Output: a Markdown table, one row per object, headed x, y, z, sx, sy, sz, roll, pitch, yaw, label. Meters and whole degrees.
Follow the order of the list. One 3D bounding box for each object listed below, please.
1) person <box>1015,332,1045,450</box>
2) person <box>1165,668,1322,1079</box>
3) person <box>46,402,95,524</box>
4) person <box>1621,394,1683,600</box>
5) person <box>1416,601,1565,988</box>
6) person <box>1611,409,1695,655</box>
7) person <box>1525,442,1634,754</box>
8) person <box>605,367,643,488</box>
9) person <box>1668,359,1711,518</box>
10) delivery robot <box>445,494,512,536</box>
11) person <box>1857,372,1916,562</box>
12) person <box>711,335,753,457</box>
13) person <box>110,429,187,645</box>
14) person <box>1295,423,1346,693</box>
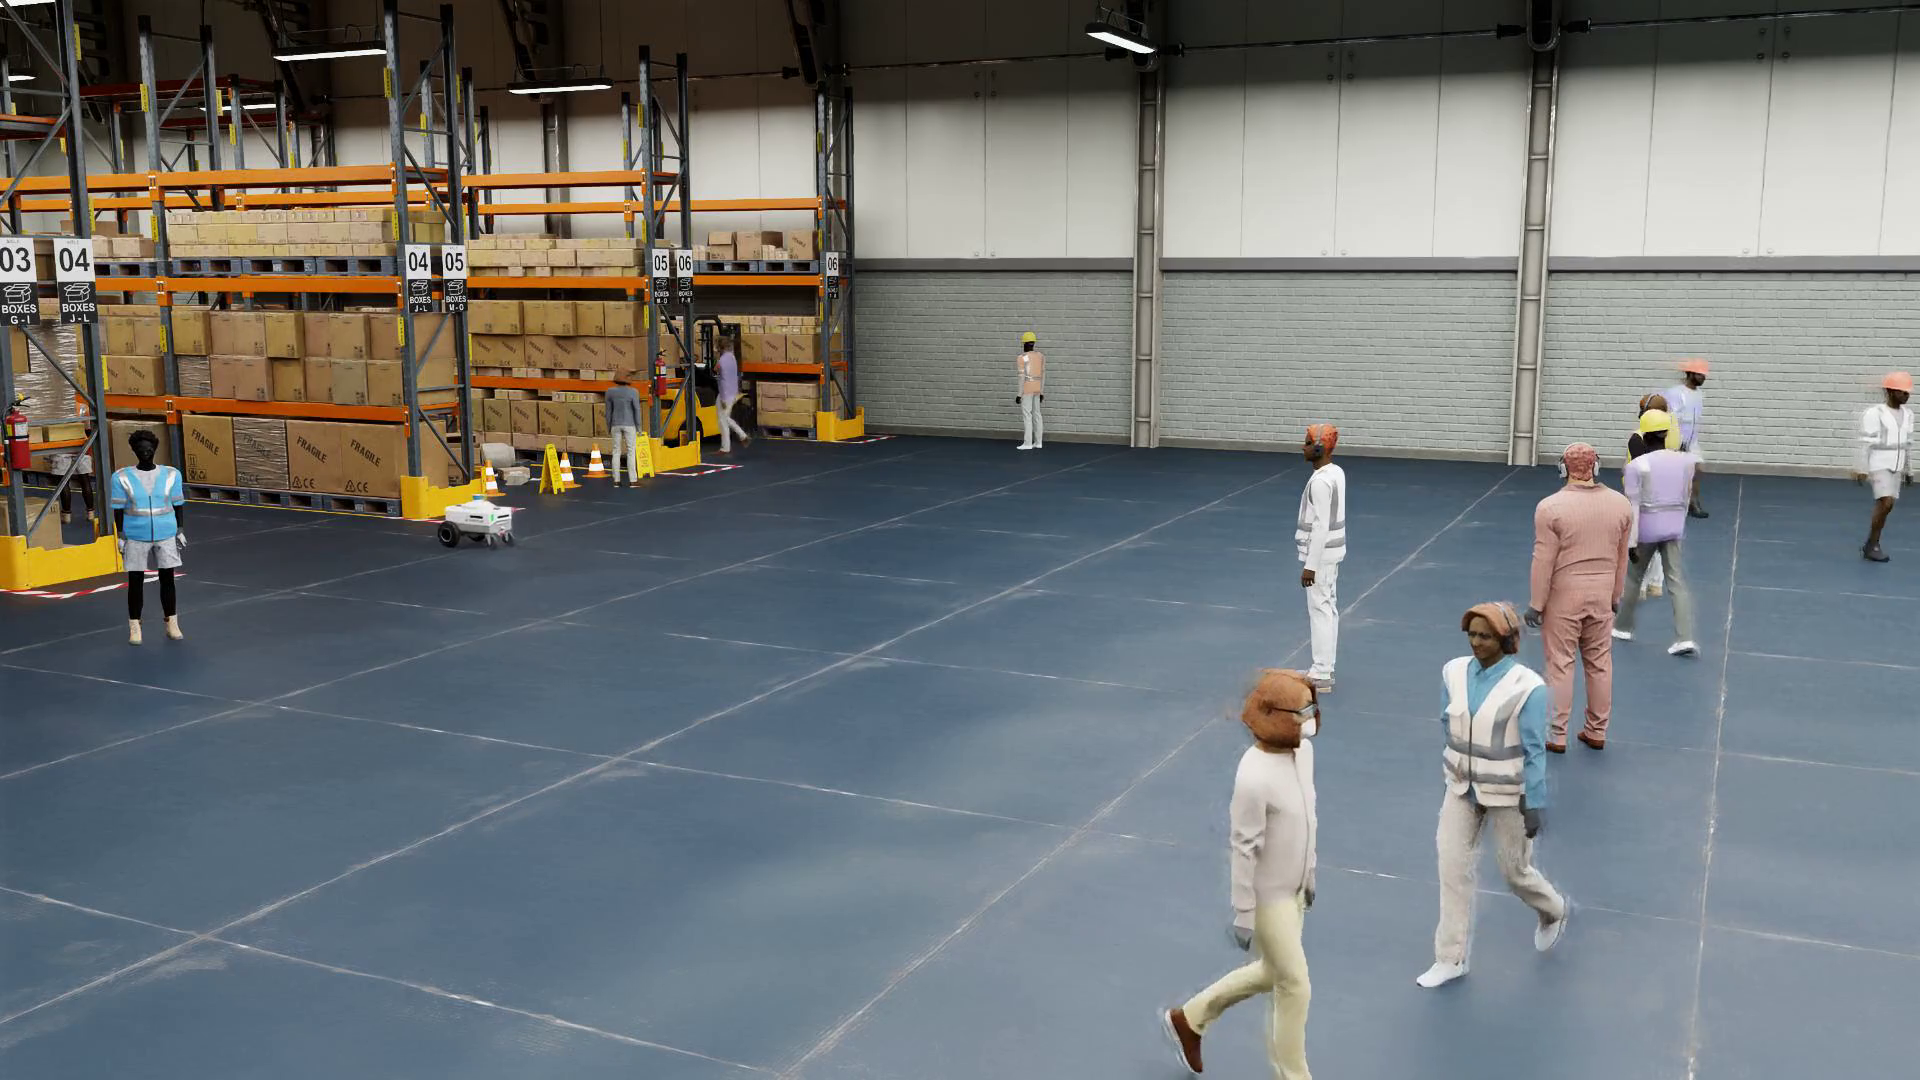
| x | y | z | sx | sy | sz | roll | pitch | yaw | label |
| --- | --- | --- | --- | --- | --- | --- | --- | --- | --- |
| 1.131 | -2.430 | 27.161 | 0.594 | 1.924 | 0.382 | -8 | 12 | -42 | person |
| 1.046 | 1.214 | 5.783 | 0.695 | 1.607 | 0.508 | 6 | 11 | 32 | person |
| -10.325 | -1.031 | 19.280 | 0.536 | 1.696 | 0.322 | -8 | 12 | -41 | person |
| 6.154 | -0.388 | 14.902 | 0.624 | 1.844 | 0.429 | -6 | 11 | -34 | person |
| 2.246 | 1.032 | 6.909 | 0.740 | 1.611 | 0.523 | -7 | 12 | -36 | person |
| 5.394 | -0.064 | 12.863 | 0.586 | 1.885 | 0.989 | -1 | 9 | -5 | person |
| 3.751 | 0.354 | 10.170 | 0.639 | 1.904 | 0.402 | -2 | 9 | -12 | person |
| -4.543 | -1.522 | 22.490 | 0.507 | 1.632 | 0.268 | 2 | 10 | 13 | person |
| 8.670 | -1.244 | 20.017 | 0.552 | 1.898 | 0.961 | -3 | 10 | -18 | person |
| -5.118 | -0.247 | 17.681 | 0.707 | 0.478 | 0.477 | 5 | 10 | 27 | delivery robot |
| 9.345 | -0.722 | 16.705 | 0.588 | 1.917 | 0.534 | -3 | 10 | -17 | person |
| -3.617 | -2.251 | 26.070 | 0.521 | 1.922 | 0.645 | 1 | 9 | 6 | person |
| -6.395 | -0.029 | 13.141 | 0.535 | 1.697 | 0.322 | -6 | 11 | -33 | person |
| 2.507 | 0.126 | 11.625 | 0.356 | 1.883 | 0.572 | 4 | 10 | 22 | person |
